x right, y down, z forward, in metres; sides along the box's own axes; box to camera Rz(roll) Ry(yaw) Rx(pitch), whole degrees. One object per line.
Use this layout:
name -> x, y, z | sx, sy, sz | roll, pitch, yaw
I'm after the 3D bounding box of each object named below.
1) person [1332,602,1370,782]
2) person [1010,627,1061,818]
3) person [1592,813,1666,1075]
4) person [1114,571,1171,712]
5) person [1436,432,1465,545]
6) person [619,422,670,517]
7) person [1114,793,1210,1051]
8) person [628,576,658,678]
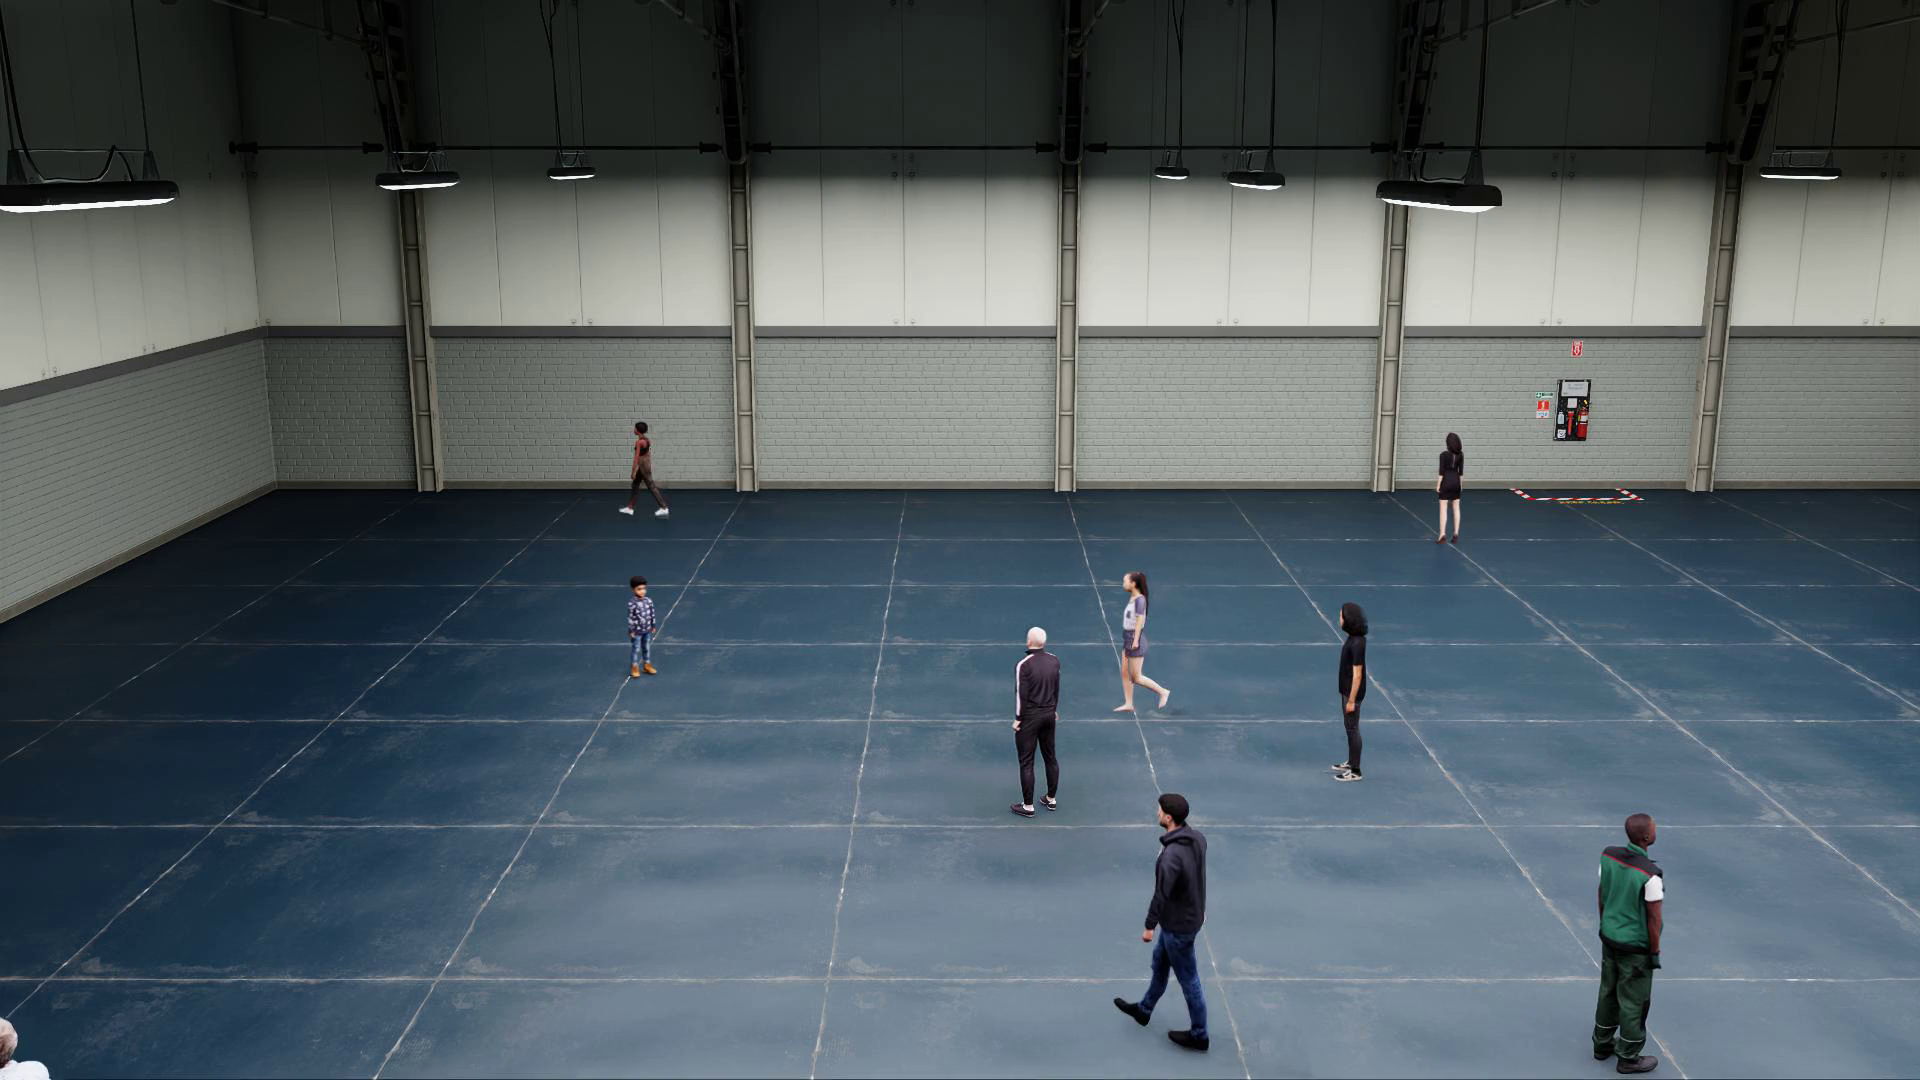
person -> 3.965, 1.509, 16.773 | 0.578, 1.834, 0.671 | 2, 13, 10
person -> 0.739, 1.720, 15.853 | 0.723, 1.837, 0.818 | -9, 16, -35
person -> 4.592, 2.745, 11.422 | 0.754, 1.839, 0.773 | -6, 14, -23
person -> 2.051, 1.169, 18.700 | 0.871, 1.627, 0.663 | -2, 13, -7
person -> 7.951, -0.842, 26.992 | 0.499, 1.804, 0.686 | -3, 13, -11
person -> -5.404, -1.192, 28.836 | 1.209, 1.653, 0.751 | 3, 13, 12
person -> 1.620, 2.693, 11.595 | 1.142, 1.862, 0.992 | 7, 15, 28
person -> -3.861, 1.038, 20.110 | 0.554, 1.246, 0.629 | -10, 17, -37
